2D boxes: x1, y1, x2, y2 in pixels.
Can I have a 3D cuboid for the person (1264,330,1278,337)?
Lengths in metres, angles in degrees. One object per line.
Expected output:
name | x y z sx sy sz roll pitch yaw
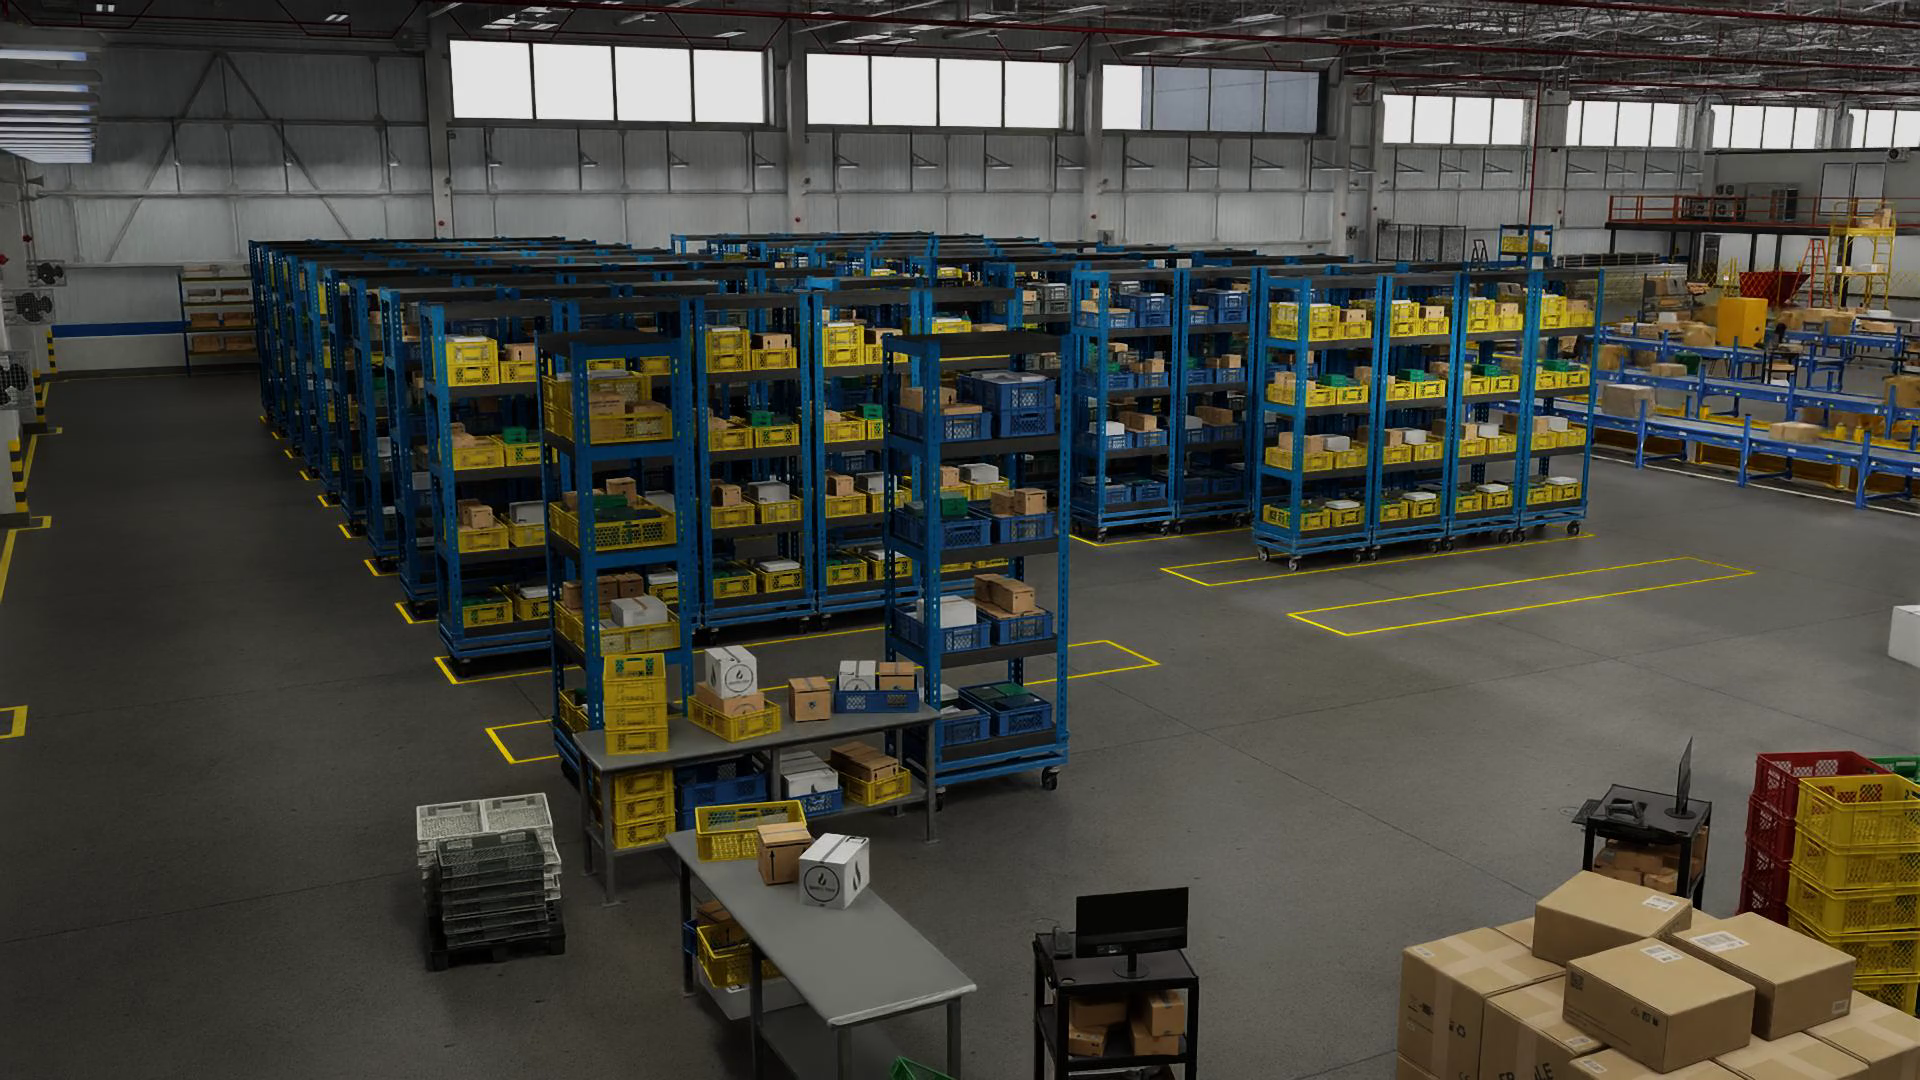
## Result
person | 8.455 -5.841 45.525 0.532 1.746 0.741 7 14 31

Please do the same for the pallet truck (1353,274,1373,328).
pallet truck | 13.011 -8.050 55.243 0.823 1.965 1.885 -7 14 -28
